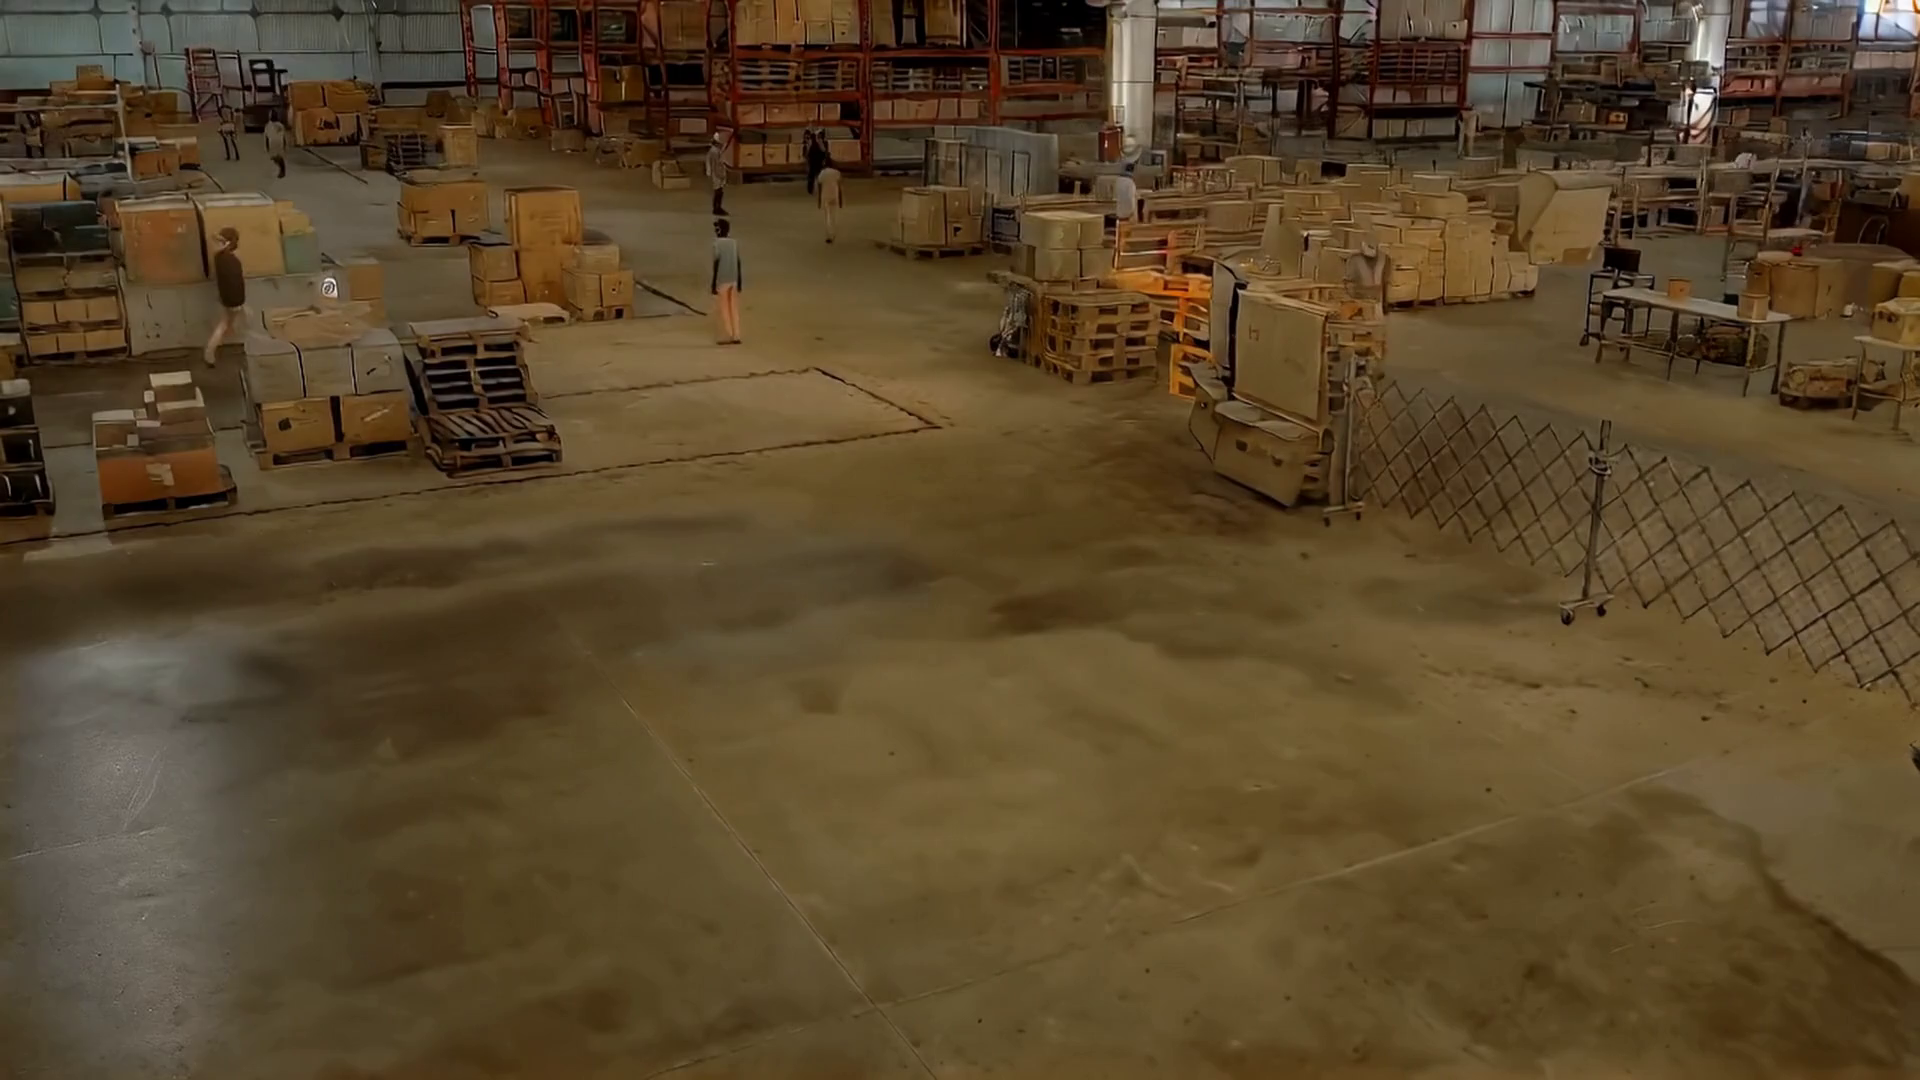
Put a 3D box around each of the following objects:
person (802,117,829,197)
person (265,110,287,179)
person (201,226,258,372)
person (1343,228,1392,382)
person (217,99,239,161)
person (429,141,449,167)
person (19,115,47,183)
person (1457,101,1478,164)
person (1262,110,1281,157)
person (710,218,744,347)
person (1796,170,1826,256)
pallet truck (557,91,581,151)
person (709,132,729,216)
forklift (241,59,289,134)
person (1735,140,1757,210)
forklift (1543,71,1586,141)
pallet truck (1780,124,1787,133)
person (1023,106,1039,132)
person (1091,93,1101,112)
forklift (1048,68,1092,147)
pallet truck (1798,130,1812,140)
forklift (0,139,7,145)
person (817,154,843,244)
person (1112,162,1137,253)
[{"bbox_3d":[-3.733,-9.927,43.136,0.688,2.000,0.539,0,18,1],"label":"person"},{"bbox_3d":[-19.634,-11.398,47.869,0.631,1.946,0.558,2,18,7],"label":"person"},{"bbox_3d":[-9.866,-3.257,22.484,0.607,1.959,0.994,13,22,36],"label":"person"},{"bbox_3d":[5.375,-3.093,21.900,0.647,1.990,1.010,-1,18,-2],"label":"person"},{"bbox_3d":[-23.475,-13.148,53.345,0.545,1.938,0.356,-11,21,-32],"label":"person"},{"bbox_3d":[-12.444,-8.750,40.060,0.550,1.660,0.783,13,22,35],"label":"person"},{"bbox_3d":[-26.128,-11.037,46.887,0.618,1.863,1.026,-7,19,-21],"label":"person"},{"bbox_3d":[15.939,-12.828,52.347,0.632,1.940,0.372,7,19,20],"label":"person"},{"bbox_3d":[10.128,-13.163,53.966,0.518,1.580,0.894,-16,24,-40],"label":"person"},{"bbox_3d":[-3.354,-3.728,24.117,0.455,1.849,0.563,16,24,40],"label":"person"},{"bbox_3d":[16.400,-6.267,32.193,0.651,1.751,0.533,-11,21,-31],"label":"person"},{"bbox_3d":[-13.495,-14.412,57.188,0.823,1.965,1.885,-3,18,-9],"label":"pallet truck"},{"bbox_3d":[-5.671,-8.628,39.252,0.373,1.934,0.551,6,19,17],"label":"person"},{"bbox_3d":[-27.116,-17.292,64.742,1.129,2.768,1.873,2,18,5],"label":"forklift"},{"bbox_3d":[18.978,-8.823,40.277,0.435,1.670,0.547,-9,20,-26],"label":"person"},{"bbox_3d":[18.685,-13.231,52.085,1.873,2.768,1.129,-9,20,-26],"label":"forklift"},{"bbox_3d":[25.206,-12.542,52.601,1.601,1.201,0.680,0,18,-2],"label":"pallet truck"},{"bbox_3d":[2.265,-13.093,53.560,0.532,1.698,0.319,6,19,18],"label":"person"},{"bbox_3d":[5.614,-18.184,69.140,0.680,1.921,0.438,8,20,24],"label":"person"},{"bbox_3d":[3.938,-14.074,54.712,1.873,2.768,1.129,-9,20,-26],"label":"forklift"},{"bbox_3d":[25.526,-11.556,49.408,1.630,1.274,0.653,-9,20,-26],"label":"pallet truck"},{"bbox_3d":[-35.006,-15.382,58.790,1.873,2.768,1.129,-9,20,-26],"label":"forklift"},{"bbox_3d":[-2.693,-7.050,34.473,0.550,1.848,0.438,-8,19,-23],"label":"person"},{"bbox_3d":[3.259,-6.612,33.156,0.510,1.815,0.603,-11,21,-31],"label":"person"}]
